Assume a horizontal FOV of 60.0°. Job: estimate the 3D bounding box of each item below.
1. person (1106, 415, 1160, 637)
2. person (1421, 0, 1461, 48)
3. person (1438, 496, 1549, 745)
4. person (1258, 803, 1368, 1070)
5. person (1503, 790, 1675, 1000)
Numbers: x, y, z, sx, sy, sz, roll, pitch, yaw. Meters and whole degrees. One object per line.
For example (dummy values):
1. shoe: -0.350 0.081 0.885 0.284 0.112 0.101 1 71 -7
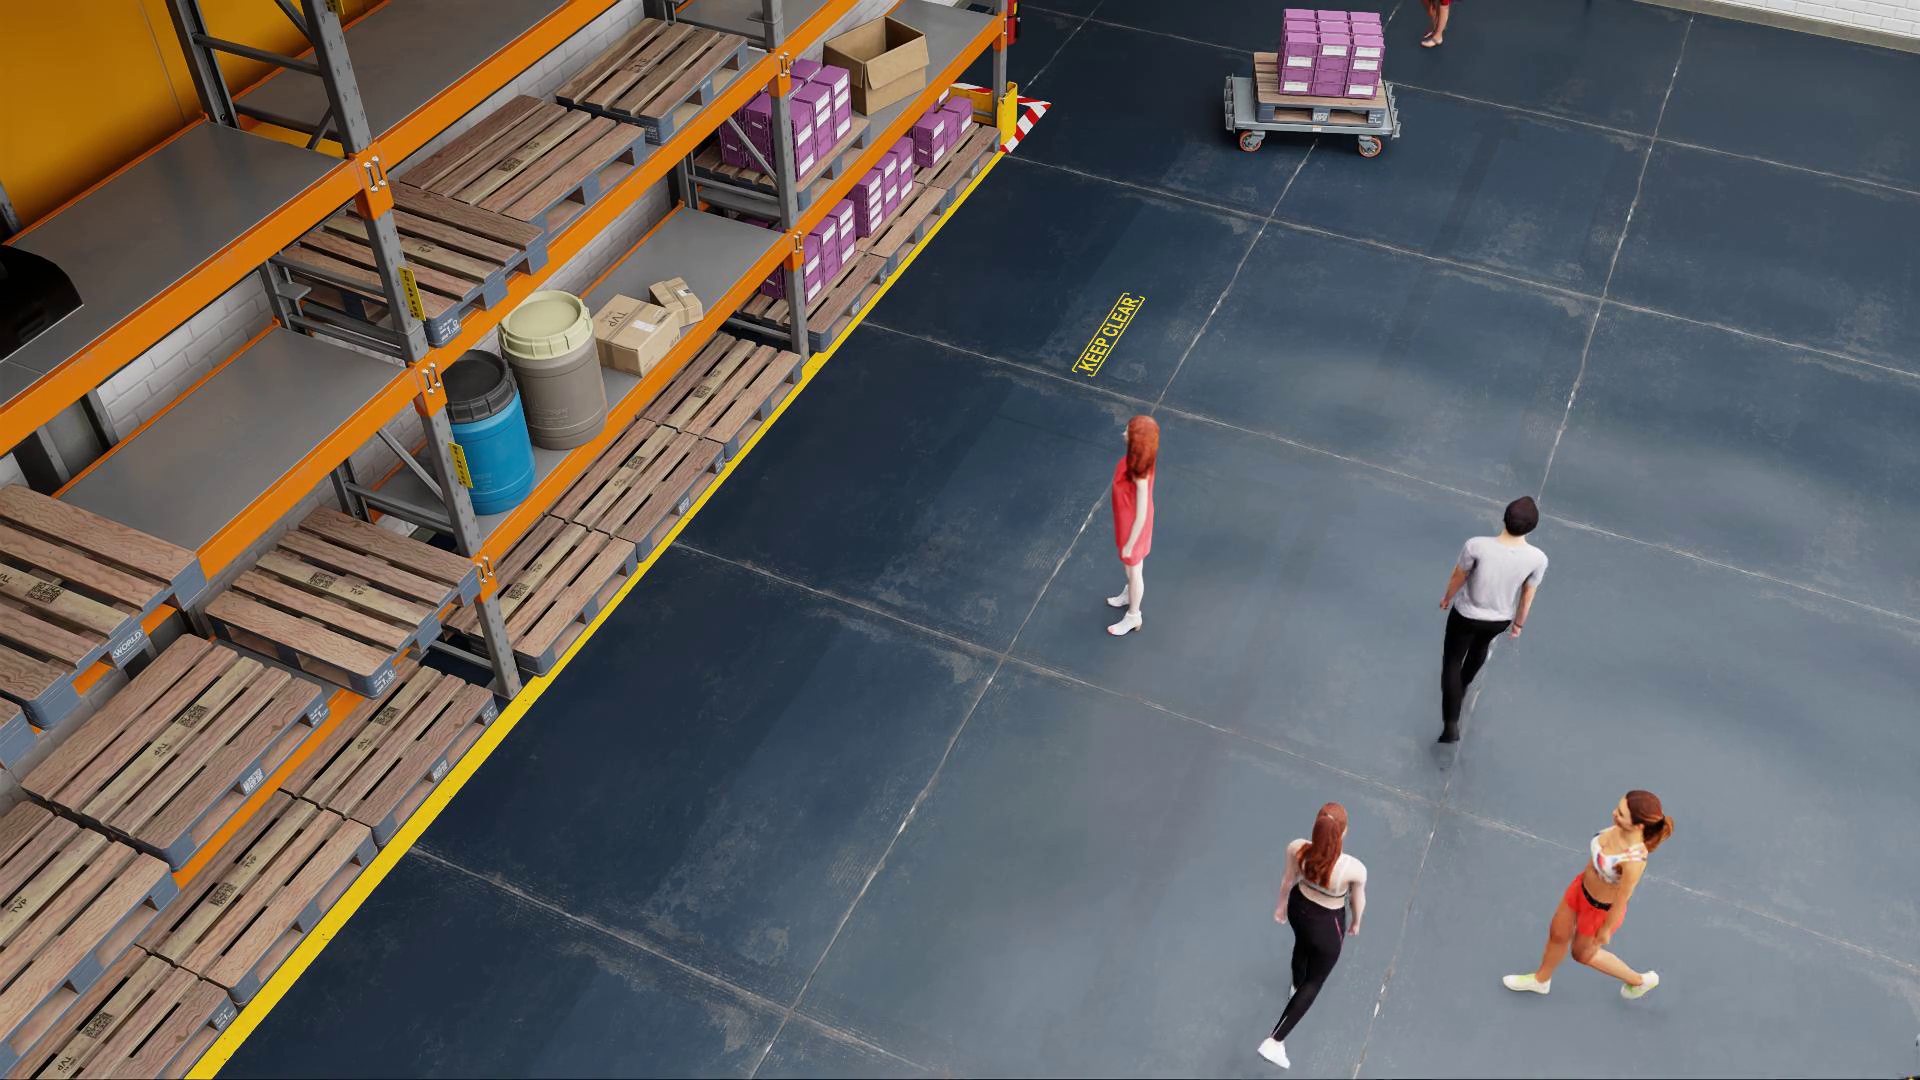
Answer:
1. person: 1.153 -0.107 10.993 0.719 1.828 0.565 3 44 4
2. person: 5.112 -5.877 17.256 0.755 1.544 0.696 -13 45 -14
3. person: 3.235 0.530 10.354 0.883 1.787 1.169 6 44 6
4. person: 1.853 2.065 8.784 0.742 1.729 1.083 32 52 29
5. person: 3.486 1.947 8.877 0.822 1.773 1.007 6 44 6
